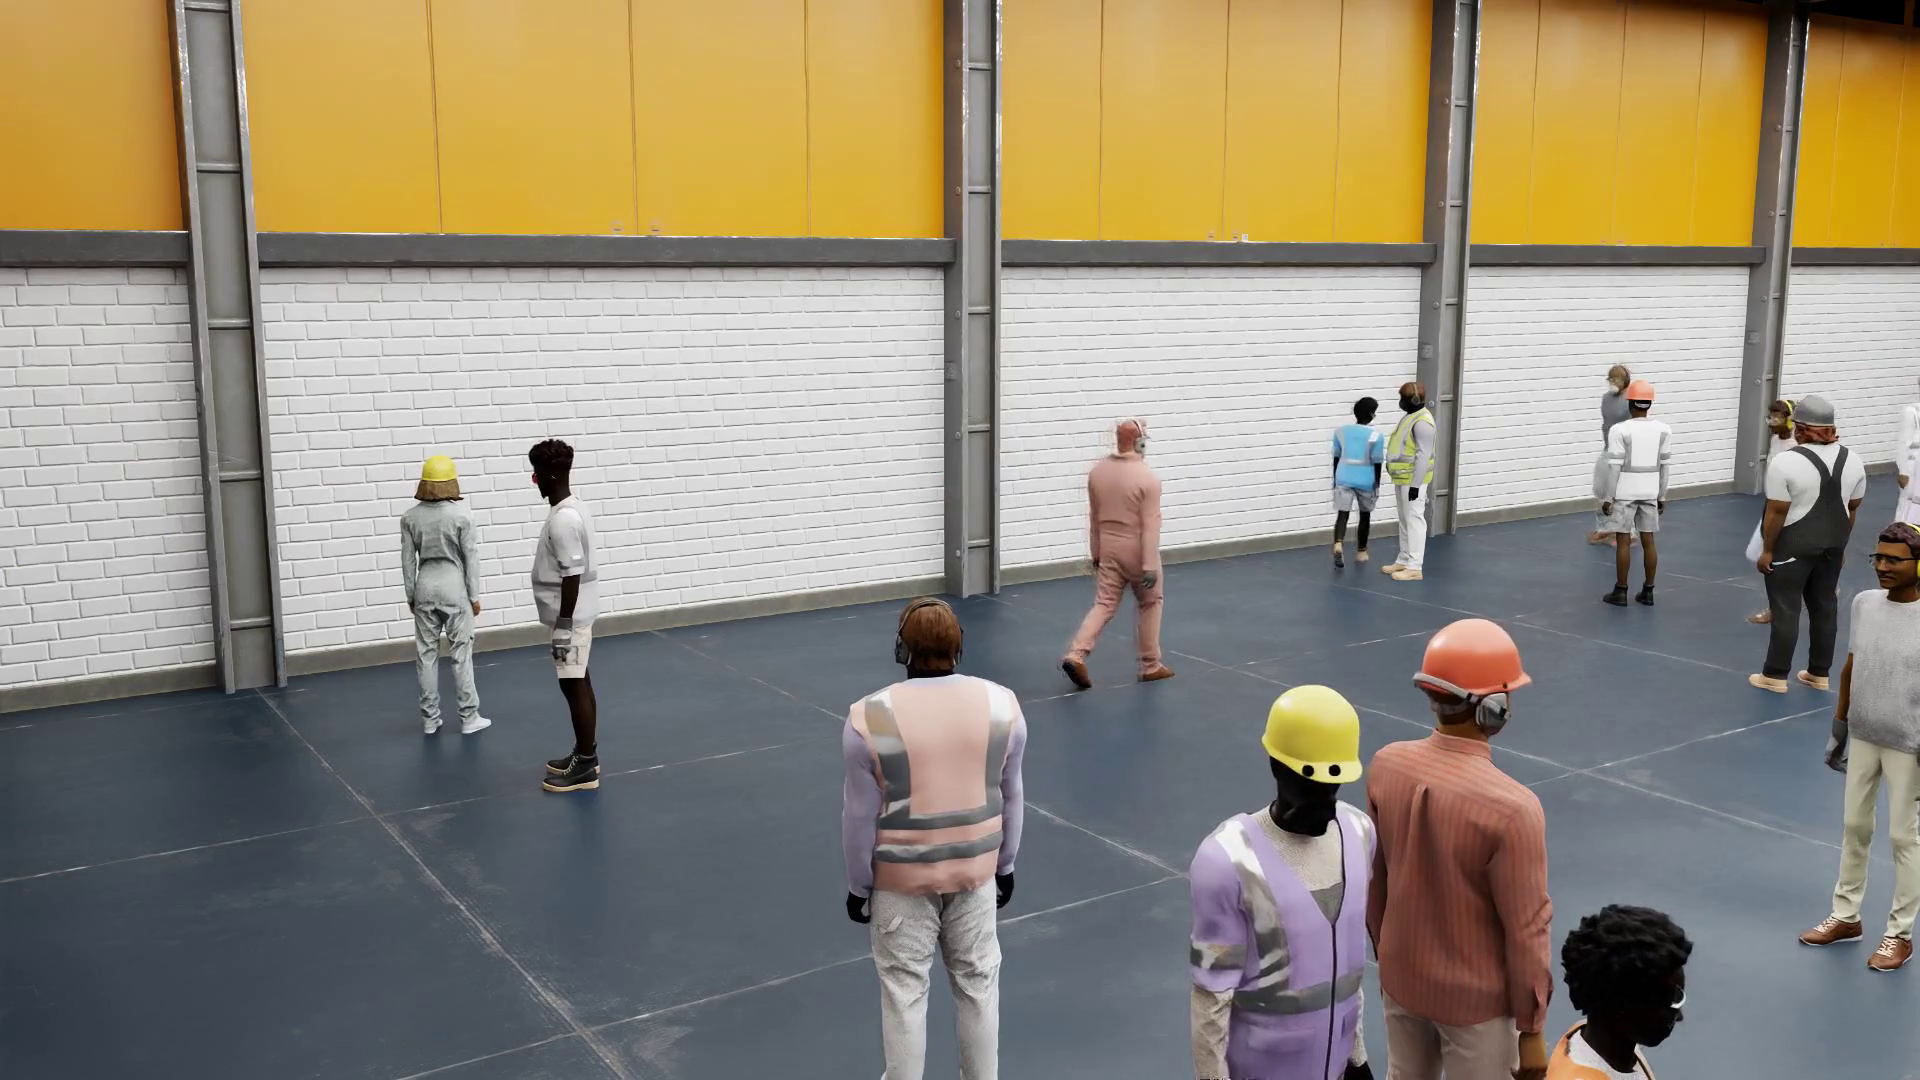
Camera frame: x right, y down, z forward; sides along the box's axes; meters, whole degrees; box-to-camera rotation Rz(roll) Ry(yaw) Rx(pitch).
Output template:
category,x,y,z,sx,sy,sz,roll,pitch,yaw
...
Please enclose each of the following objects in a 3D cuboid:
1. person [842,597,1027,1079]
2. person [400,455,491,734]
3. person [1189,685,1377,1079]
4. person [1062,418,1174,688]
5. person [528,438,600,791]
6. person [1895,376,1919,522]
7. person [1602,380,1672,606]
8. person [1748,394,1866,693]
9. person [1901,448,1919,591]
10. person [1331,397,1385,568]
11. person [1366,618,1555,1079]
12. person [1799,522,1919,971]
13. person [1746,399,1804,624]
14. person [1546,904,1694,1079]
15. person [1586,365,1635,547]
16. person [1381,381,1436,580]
category,x,y,z,sx,sy,sz,roll,pitch,yaw
person,-0.097,1.096,5.504,0.627,1.844,0.429,-3,10,-19
person,-3.211,0.340,10.351,0.487,1.744,0.312,1,9,7
person,0.817,1.286,4.107,0.591,1.923,0.381,-7,12,-35
person,1.110,0.094,11.448,0.892,1.879,0.651,-8,13,-42
person,-2.193,0.412,9.258,0.363,1.960,0.614,-1,10,-8
person,9.341,-0.702,16.241,0.582,1.885,0.365,-6,11,-32
person,5.762,-0.399,14.223,0.550,1.935,0.375,-1,9,-5
person,5.741,0.021,11.380,0.682,2.000,0.537,-2,10,-11
person,7.131,-0.053,12.205,0.385,1.916,0.596,3,10,18
person,3.809,-0.555,15.997,0.540,1.658,0.757,5,11,27
person,1.330,1.193,4.456,0.376,1.997,0.612,-5,11,-29
person,3.851,0.852,6.919,0.326,1.862,0.518,-5,11,-27
person,6.597,-0.217,13.393,0.410,1.847,0.554,0,9,1
person,1.258,1.535,3.297,0.318,1.696,0.533,4,10,21
person,6.785,-0.849,17.049,0.536,1.898,0.656,-3,10,-15
person,4.166,-0.552,15.435,0.429,1.843,0.627,0,9,1
